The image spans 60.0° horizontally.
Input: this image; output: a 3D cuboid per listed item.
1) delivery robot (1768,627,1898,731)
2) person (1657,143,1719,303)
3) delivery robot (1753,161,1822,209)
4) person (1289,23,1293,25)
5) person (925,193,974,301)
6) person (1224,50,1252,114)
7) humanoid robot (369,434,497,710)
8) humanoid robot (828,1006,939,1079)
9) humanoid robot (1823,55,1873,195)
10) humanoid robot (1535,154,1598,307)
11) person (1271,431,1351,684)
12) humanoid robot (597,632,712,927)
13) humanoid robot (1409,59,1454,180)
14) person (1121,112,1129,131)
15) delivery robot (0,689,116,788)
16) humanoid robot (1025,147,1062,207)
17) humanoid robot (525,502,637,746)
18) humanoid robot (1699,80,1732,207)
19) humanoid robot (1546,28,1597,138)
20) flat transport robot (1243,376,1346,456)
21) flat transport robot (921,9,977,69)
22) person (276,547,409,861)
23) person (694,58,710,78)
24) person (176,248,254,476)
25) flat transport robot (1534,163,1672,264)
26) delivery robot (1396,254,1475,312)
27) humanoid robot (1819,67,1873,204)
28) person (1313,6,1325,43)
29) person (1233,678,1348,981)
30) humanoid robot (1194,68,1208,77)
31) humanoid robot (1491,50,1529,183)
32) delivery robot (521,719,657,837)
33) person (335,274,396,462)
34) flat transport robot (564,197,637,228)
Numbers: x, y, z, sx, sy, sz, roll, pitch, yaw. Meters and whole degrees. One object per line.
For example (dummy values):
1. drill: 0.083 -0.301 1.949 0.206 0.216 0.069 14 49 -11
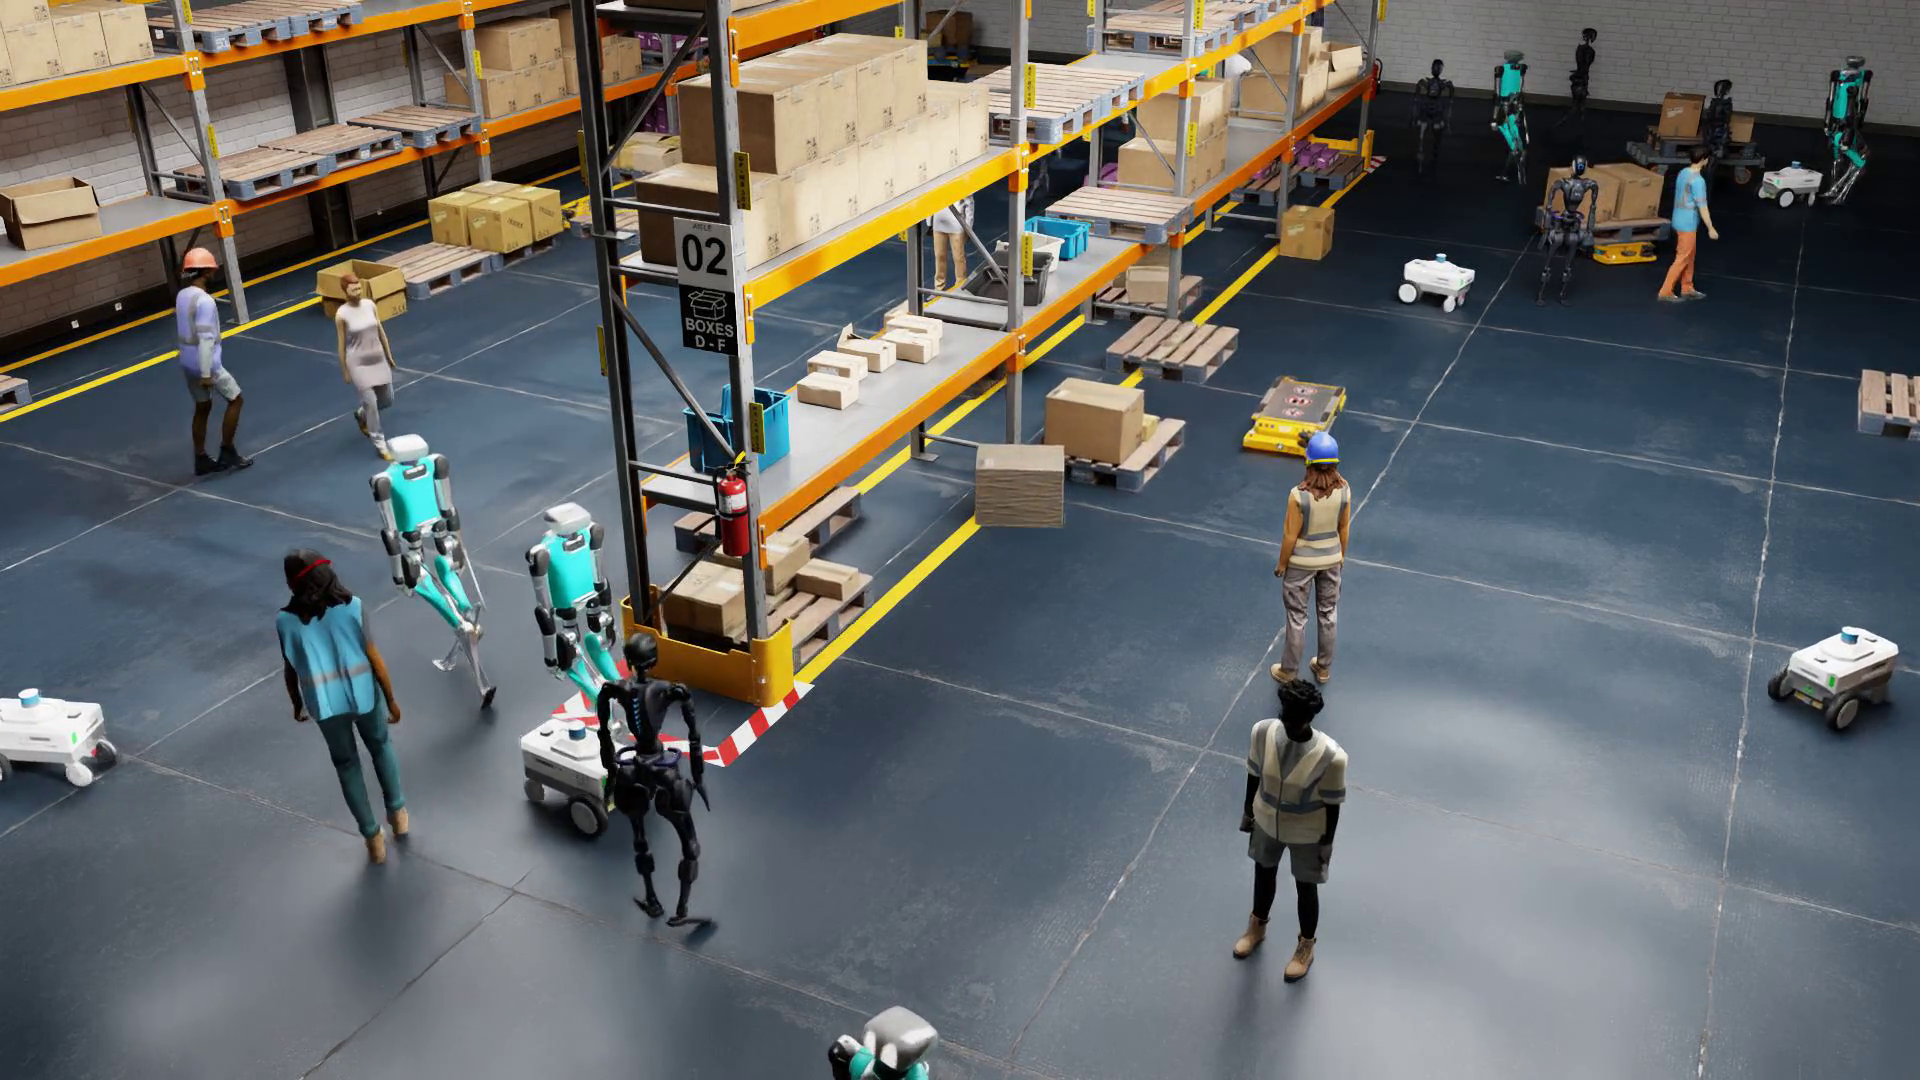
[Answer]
1. delivery robot: 5.665 0.856 10.738 0.781 0.605 0.499 -14 30 -27
2. person: 7.959 -3.416 18.025 0.574 1.742 0.556 2 26 5
3. delivery robot: 10.919 -4.668 21.903 0.781 0.610 0.517 -7 27 -13
4. person: 5.170 -7.443 26.053 0.558 1.840 0.857 -14 30 -26
5. person: -0.130 -3.413 17.998 0.571 1.748 0.341 13 29 24
6. person: 3.774 -6.168 23.468 0.658 1.851 1.010 11 28 21
7. humanoid robot: -3.252 0.247 10.671 1.000 1.775 0.543 22 34 37
8. humanoid robot: -0.119 2.377 6.339 0.580 1.753 0.942 18 31 32
9. humanoid robot: 11.931 -5.496 22.342 0.541 1.872 0.822 2 26 4
10. humanoid robot: 6.542 -3.332 17.905 0.599 1.657 0.315 0 26 0
11. person: 2.281 0.136 10.800 0.469 1.778 0.310 -6 27 -12
12. humanoid robot: -1.602 1.274 8.626 0.599 1.647 0.469 3 26 6
13. humanoid robot: 6.558 -5.863 23.114 0.583 1.644 0.773 8 27 16
14. person: 2.725 -7.076 25.375 0.518 1.785 0.968 -6 27 -11
15. delivery robot: -5.589 1.182 10.074 0.798 0.601 0.499 2 26 5
16. humanoid robot: 1.066 -5.219 21.790 0.766 1.636 0.612 -24 35 -39
17. humanoid robot: -2.122 0.658 9.781 0.628 1.785 0.530 17 31 31
18. humanoid robot: 9.798 -5.143 21.600 0.327 1.652 0.612 -2 26 -3
19. humanoid robot: 9.356 -6.932 25.228 0.712 1.634 0.616 3 27 7
20. flat transport robot: 3.049 -1.128 15.057 0.659 0.231 1.431 10 28 19
21. flat transport robot: -0.402 -8.887 30.729 1.431 0.231 0.659 1 26 2
22. person: -3.402 0.908 9.182 0.561 1.830 0.550 -9 28 -18
23. person: -3.301 -5.559 22.266 0.696 1.806 0.637 -23 35 -39
24. person: -6.317 -1.474 13.944 0.579 1.878 0.643 20 33 34
25. flat transport robot: 7.716 -3.621 20.093 0.659 0.231 1.431 -6 27 -12
26. delivery robot: 5.202 -2.827 18.159 0.741 0.587 0.525 19 32 33
27. humanoid robot: 11.659 -5.273 21.683 0.707 1.722 0.533 2 26 5
28. person: 5.816 -8.090 27.263 0.543 1.910 0.555 17 31 30
29. person: 1.643 1.423 8.303 0.535 1.691 0.319 19 32 33
30. humanoid robot: 3.470 -6.309 23.903 0.549 1.820 0.700 17 31 30
31. humanoid robot: 7.589 -5.671 22.698 0.532 1.879 0.757 -14 29 -25
32. delivery robot: -2.200 1.344 9.744 0.779 0.597 0.499 16 30 28
33. person: -5.112 -1.509 14.265 0.617 1.642 0.451 18 31 31
34. flat transport robot: -4.313 -4.187 21.235 1.431 0.231 0.659 -4 27 -9
